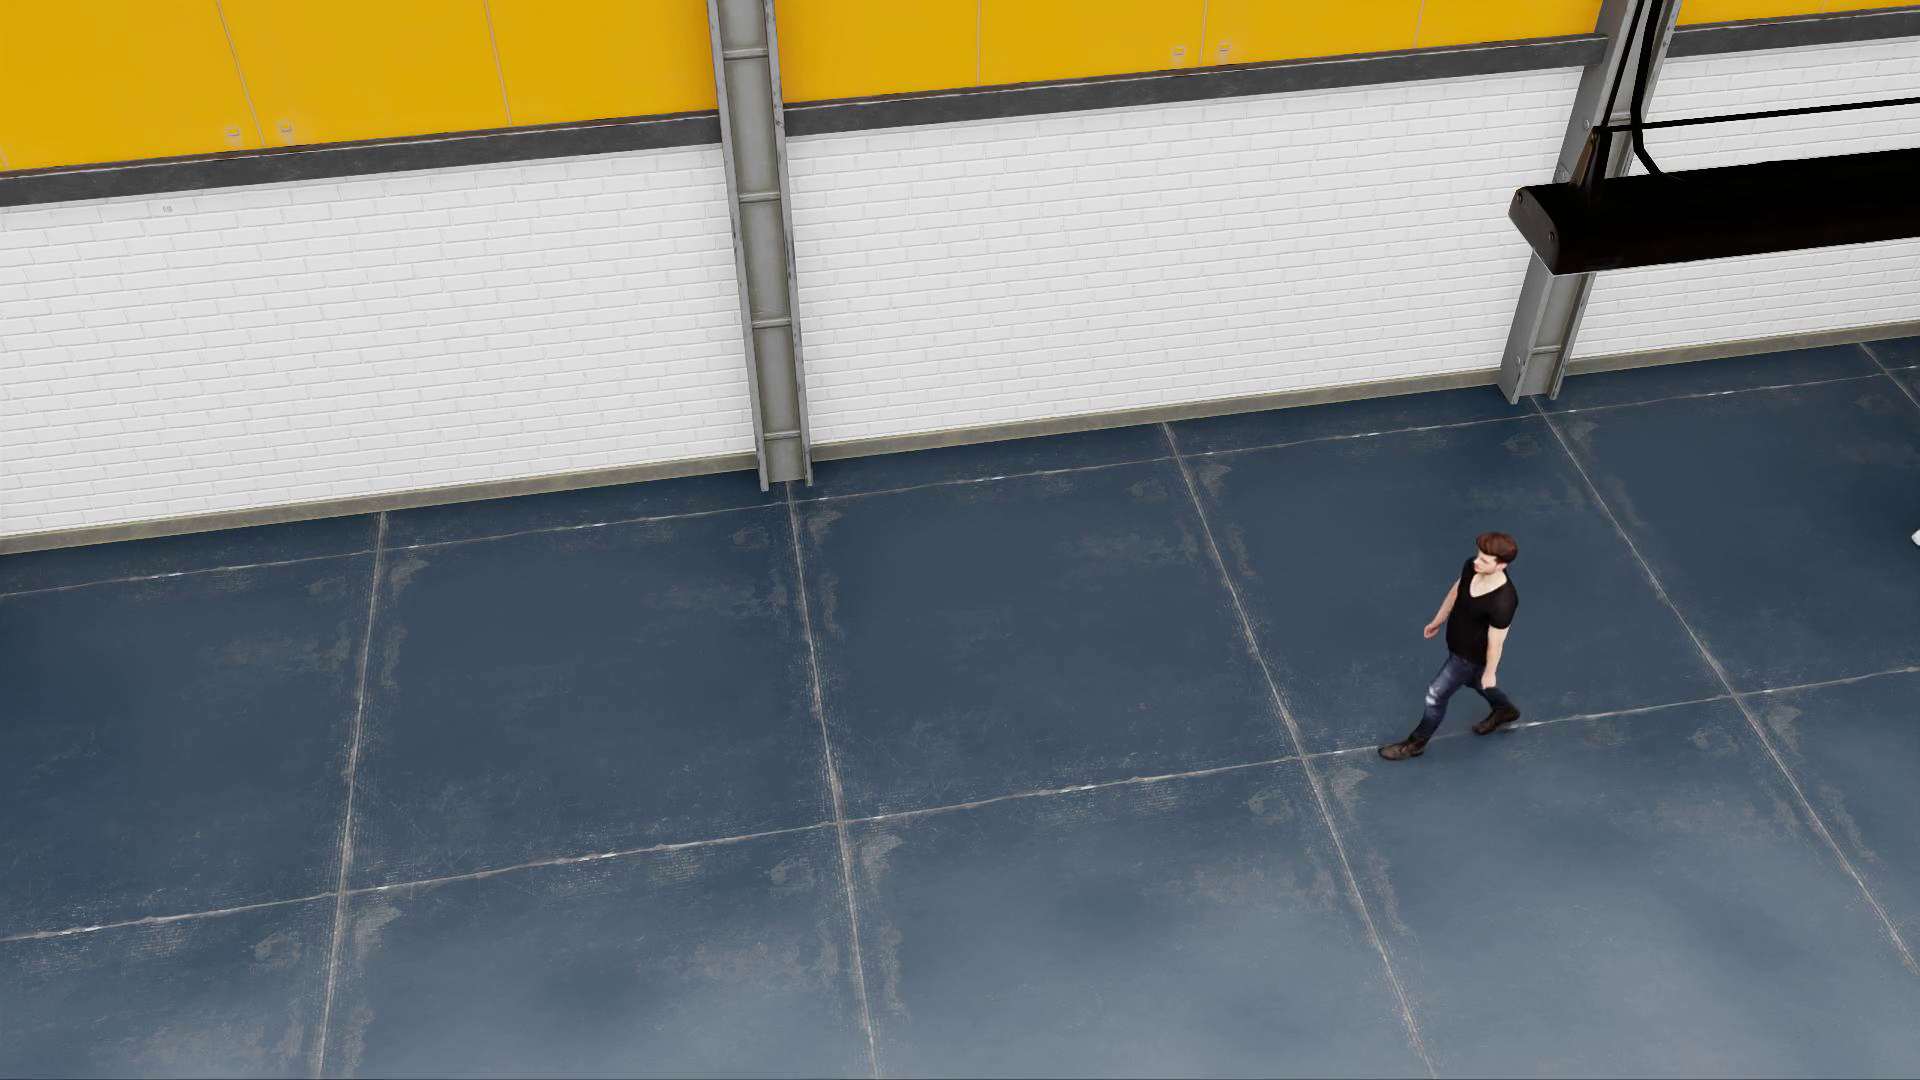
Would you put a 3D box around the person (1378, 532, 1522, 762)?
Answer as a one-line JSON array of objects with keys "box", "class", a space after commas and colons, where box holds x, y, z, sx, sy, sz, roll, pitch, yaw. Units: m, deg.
[{"box": [3.192, 0.634, 10.140, 1.198, 1.867, 0.724, -3, 44, -3], "class": "person"}]
